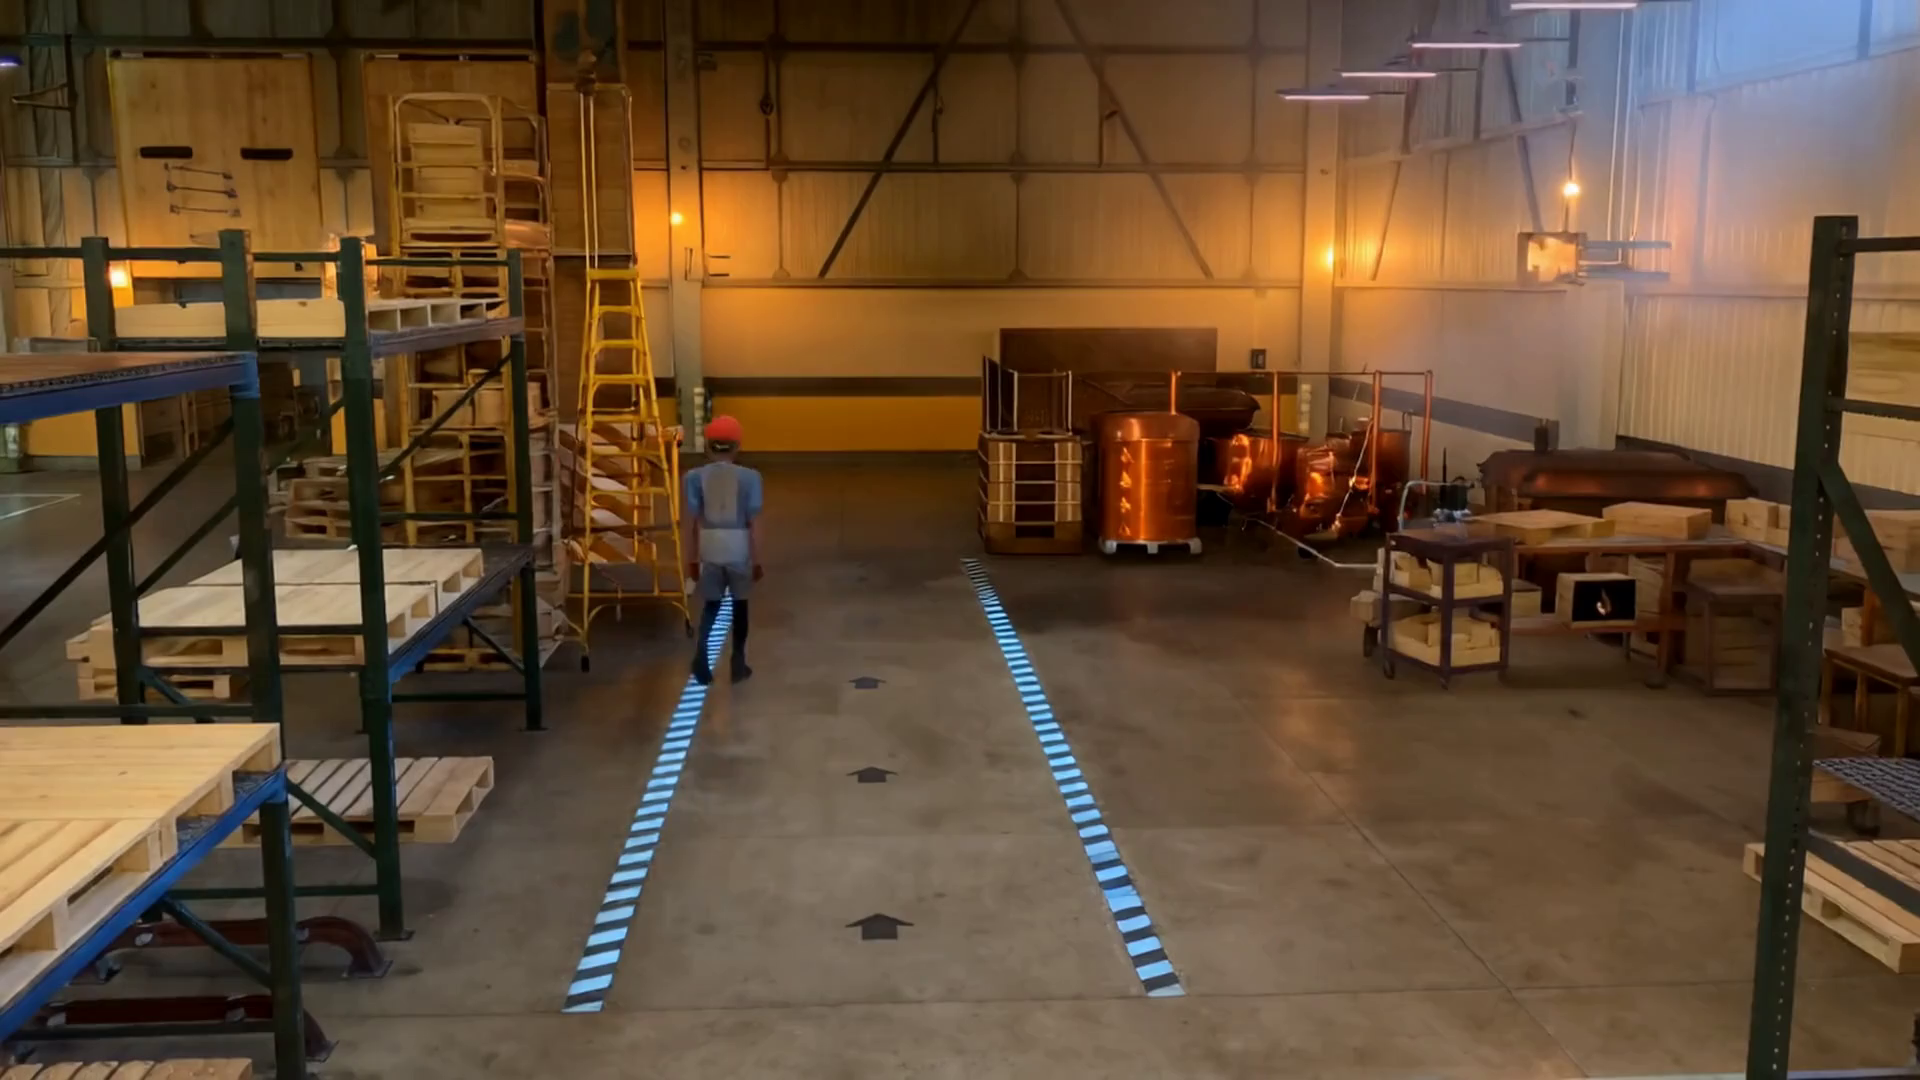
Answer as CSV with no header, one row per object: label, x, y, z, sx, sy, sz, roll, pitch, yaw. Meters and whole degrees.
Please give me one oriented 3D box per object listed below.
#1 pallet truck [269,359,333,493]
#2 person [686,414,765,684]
pallet truck,-7.062,-1.131,18.996,1.885,1.965,0.823,2,9,13
person,-1.649,0.090,11.581,0.552,1.922,0.659,2,9,10
